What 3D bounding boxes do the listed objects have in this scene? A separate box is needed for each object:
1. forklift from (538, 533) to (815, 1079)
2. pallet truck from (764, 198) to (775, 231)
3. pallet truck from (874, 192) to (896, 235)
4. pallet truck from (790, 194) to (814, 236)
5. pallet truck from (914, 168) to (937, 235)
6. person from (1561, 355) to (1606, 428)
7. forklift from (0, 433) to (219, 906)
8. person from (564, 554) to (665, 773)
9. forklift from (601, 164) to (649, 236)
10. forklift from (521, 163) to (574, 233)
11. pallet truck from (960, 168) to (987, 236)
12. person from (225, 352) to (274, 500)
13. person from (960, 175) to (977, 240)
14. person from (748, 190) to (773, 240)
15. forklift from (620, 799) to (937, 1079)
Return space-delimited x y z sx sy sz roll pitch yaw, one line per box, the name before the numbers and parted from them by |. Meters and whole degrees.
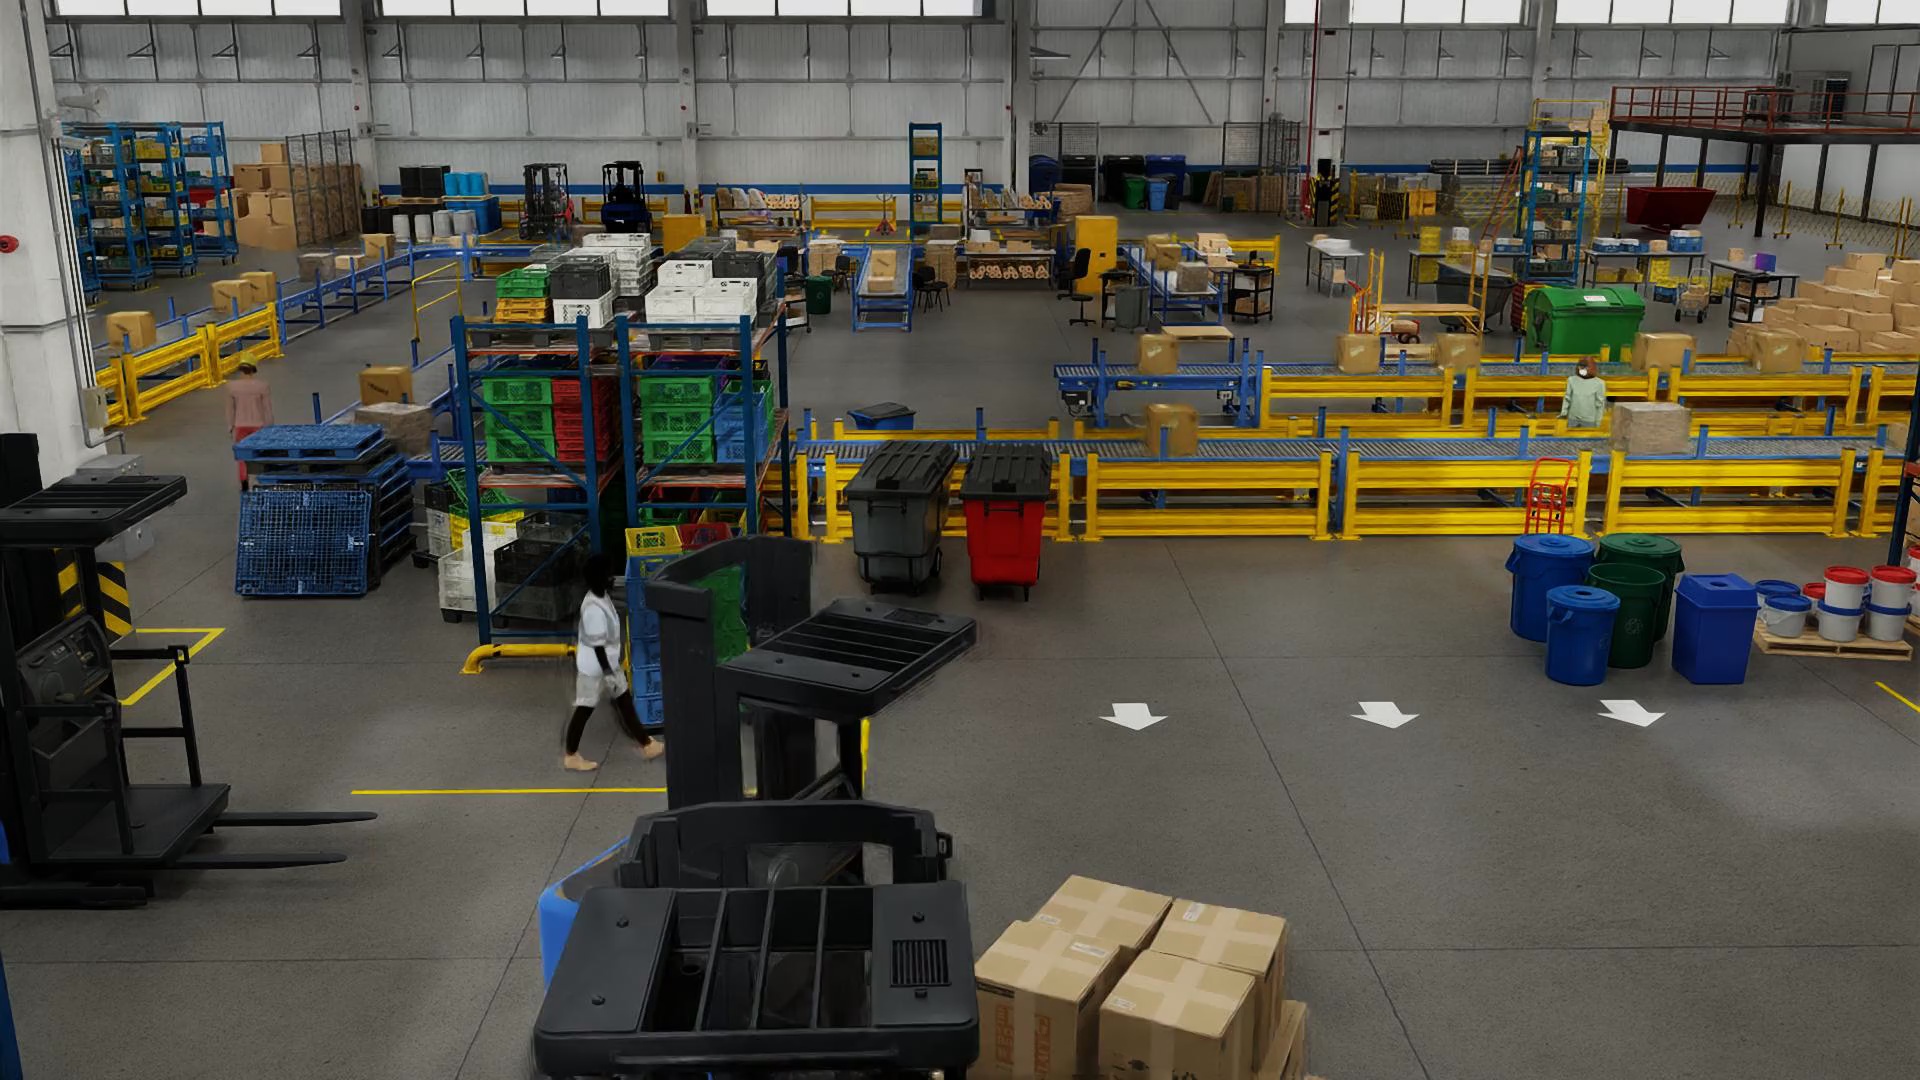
forklift | -1.074 1.417 8.150 1.873 2.768 1.129 8 18 25
pallet truck | -6.051 -9.967 50.660 0.680 1.201 1.601 0 16 -1
pallet truck | -2.277 -9.986 50.594 0.653 1.274 1.630 0 16 -1
pallet truck | -4.814 -9.883 50.259 0.704 1.261 1.522 -1 16 -3
pallet truck | -0.989 -10.316 50.507 0.823 1.965 1.885 1 16 3
person | 7.605 -1.455 20.355 0.507 1.631 0.268 14 21 40
forklift | -5.952 0.780 10.366 1.873 2.768 1.129 0 16 -1
person | -2.535 0.906 12.101 0.850 1.648 0.550 -1 16 -2
forklift | -9.948 -10.127 49.296 1.157 1.987 2.680 -1 16 -3
forklift | -12.233 -10.122 49.298 1.157 1.987 2.680 0 16 -1
pallet truck | 0.383 -10.230 50.206 0.823 1.965 1.885 -1 16 -3
person | -8.458 -1.356 19.818 0.537 1.739 0.736 -3 16 -12
person | 0.236 -9.617 48.239 0.408 1.906 0.653 -11 19 -34
person | -4.886 -7.533 40.764 0.609 2.036 0.402 -1 16 -3
forklift | -0.535 2.211 5.393 1.129 2.768 1.873 -1 16 -2
